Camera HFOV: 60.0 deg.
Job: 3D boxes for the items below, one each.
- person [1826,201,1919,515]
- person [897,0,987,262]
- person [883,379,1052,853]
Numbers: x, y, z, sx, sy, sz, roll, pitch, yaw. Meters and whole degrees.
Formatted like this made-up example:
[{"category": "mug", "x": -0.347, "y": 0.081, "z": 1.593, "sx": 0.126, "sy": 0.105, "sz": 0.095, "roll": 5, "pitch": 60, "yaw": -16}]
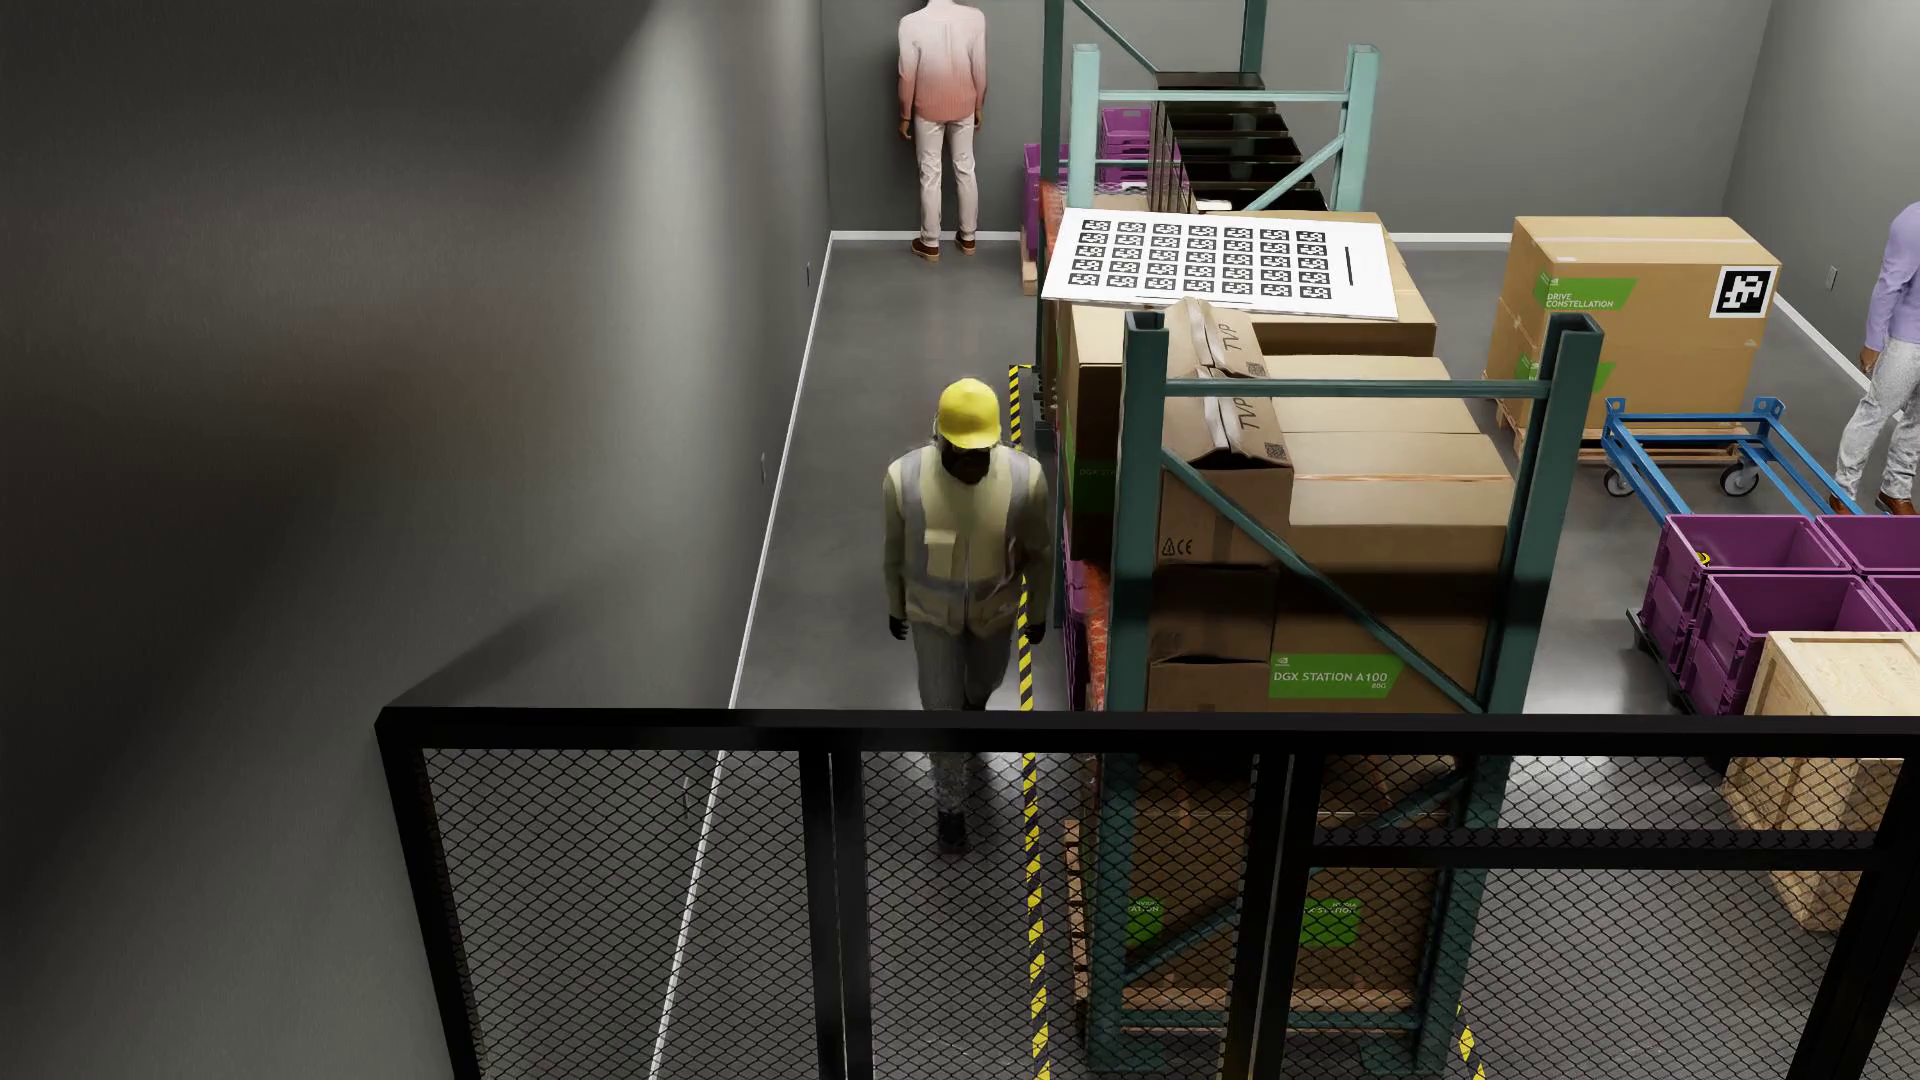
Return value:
[{"category": "person", "x": 4.531, "y": -0.939, "z": 7.774, "sx": 0.636, "sy": 1.938, "sz": 0.354, "roll": -1, "pitch": 31, "yaw": -2}, {"category": "person", "x": -0.123, "y": -2.814, "z": 10.835, "sx": 0.613, "sy": 1.995, "sz": 0.390, "roll": -11, "pitch": 33, "yaw": -18}, {"category": "person", "x": 0.020, "y": 0.170, "z": 6.073, "sx": 0.604, "sy": 1.805, "sz": 0.843, "roll": -2, "pitch": 31, "yaw": -4}]
